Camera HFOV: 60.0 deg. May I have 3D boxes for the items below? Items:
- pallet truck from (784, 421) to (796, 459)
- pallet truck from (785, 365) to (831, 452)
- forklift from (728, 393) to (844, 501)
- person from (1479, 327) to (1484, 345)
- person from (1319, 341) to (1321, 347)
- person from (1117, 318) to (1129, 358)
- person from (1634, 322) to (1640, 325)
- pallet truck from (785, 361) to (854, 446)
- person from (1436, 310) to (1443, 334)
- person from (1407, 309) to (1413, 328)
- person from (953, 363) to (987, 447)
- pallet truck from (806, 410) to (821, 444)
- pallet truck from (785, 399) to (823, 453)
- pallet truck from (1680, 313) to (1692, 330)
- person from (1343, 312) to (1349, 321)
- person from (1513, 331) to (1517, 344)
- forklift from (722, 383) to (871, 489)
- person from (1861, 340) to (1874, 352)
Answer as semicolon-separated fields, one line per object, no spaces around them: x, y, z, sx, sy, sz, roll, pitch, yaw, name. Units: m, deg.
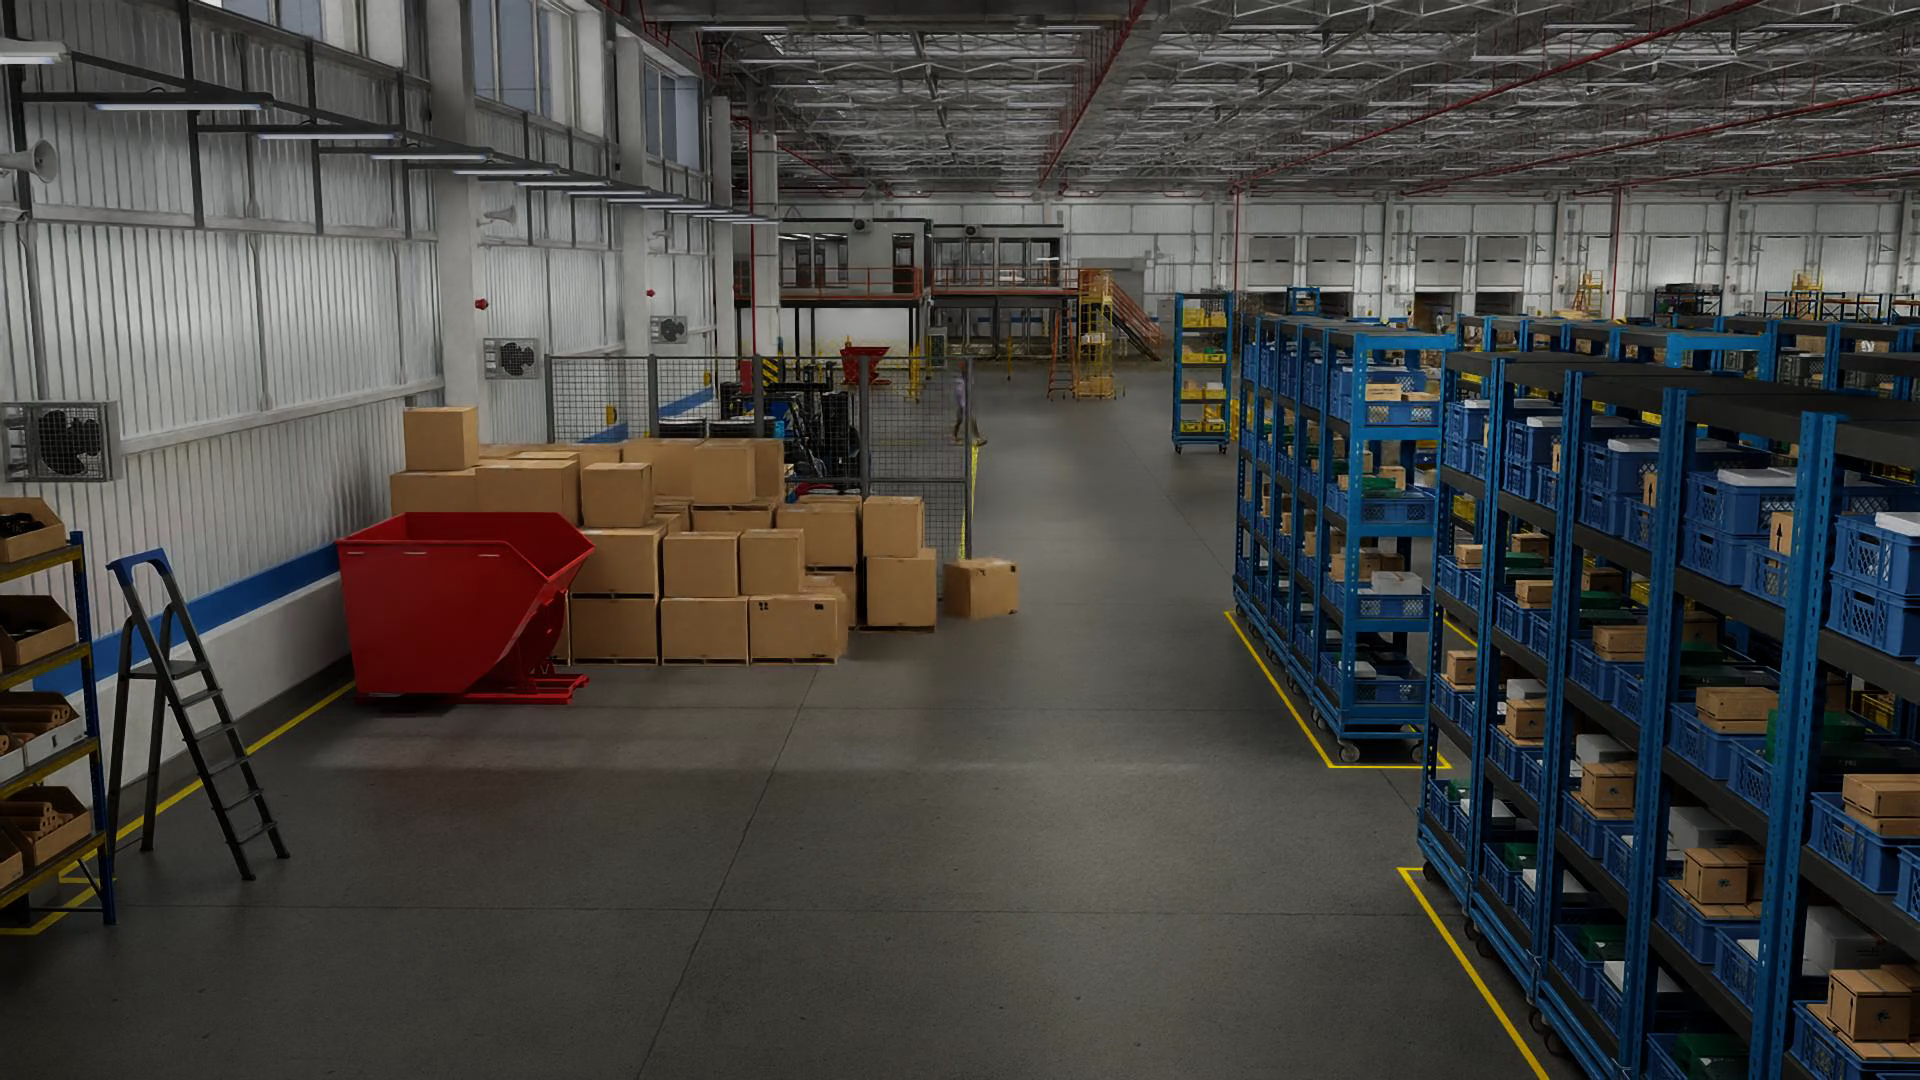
-4.013;-1.793;32.705;1.601;1.201;0.680;0;9;1;pallet truck
-3.774;-2.976;37.635;1.885;1.965;0.823;1;9;5;pallet truck
-2.979;-1.316;26.476;2.680;1.987;1.157;0;9;1;forklift
24.545;-9.492;78.014;0.367;1.939;0.635;8;12;42;person
14.317;-7.391;65.054;0.544;1.939;0.372;-1;9;-3;person
7.658;-9.471;78.049;0.586;1.882;0.341;3;10;19;person
29.064;-8.413;71.416;0.391;1.920;0.587;2;9;12;person
-3.410;-3.193;38.978;1.885;1.965;0.823;0;9;-1;pallet truck
26.387;-11.675;91.449;0.384;1.949;0.605;-1;9;-4;person
25.587;-12.173;94.627;0.398;1.918;0.590;5;11;31;person
0.191;-3.146;38.705;0.637;1.985;1.033;-9;13;-42;person
-3.559;-2.018;33.905;1.522;1.261;0.704;0;9;-1;pallet truck
-3.814;-2.432;36.419;1.630;1.274;0.653;0;9;1;pallet truck
36.315;-10.531;84.244;0.823;1.965;1.885;-6;11;-33;pallet truck
21.789;-11.940;93.559;0.945;1.789;0.665;3;10;17;person
20.014;-6.546;59.755;0.367;1.966;0.603;-4;10;-23;person
-2.893;-1.687;28.729;2.680;1.987;1.157;0;9;-1;forklift
32.513;-6.503;59.578;0.544;1.939;0.355;-4;10;-21;person
